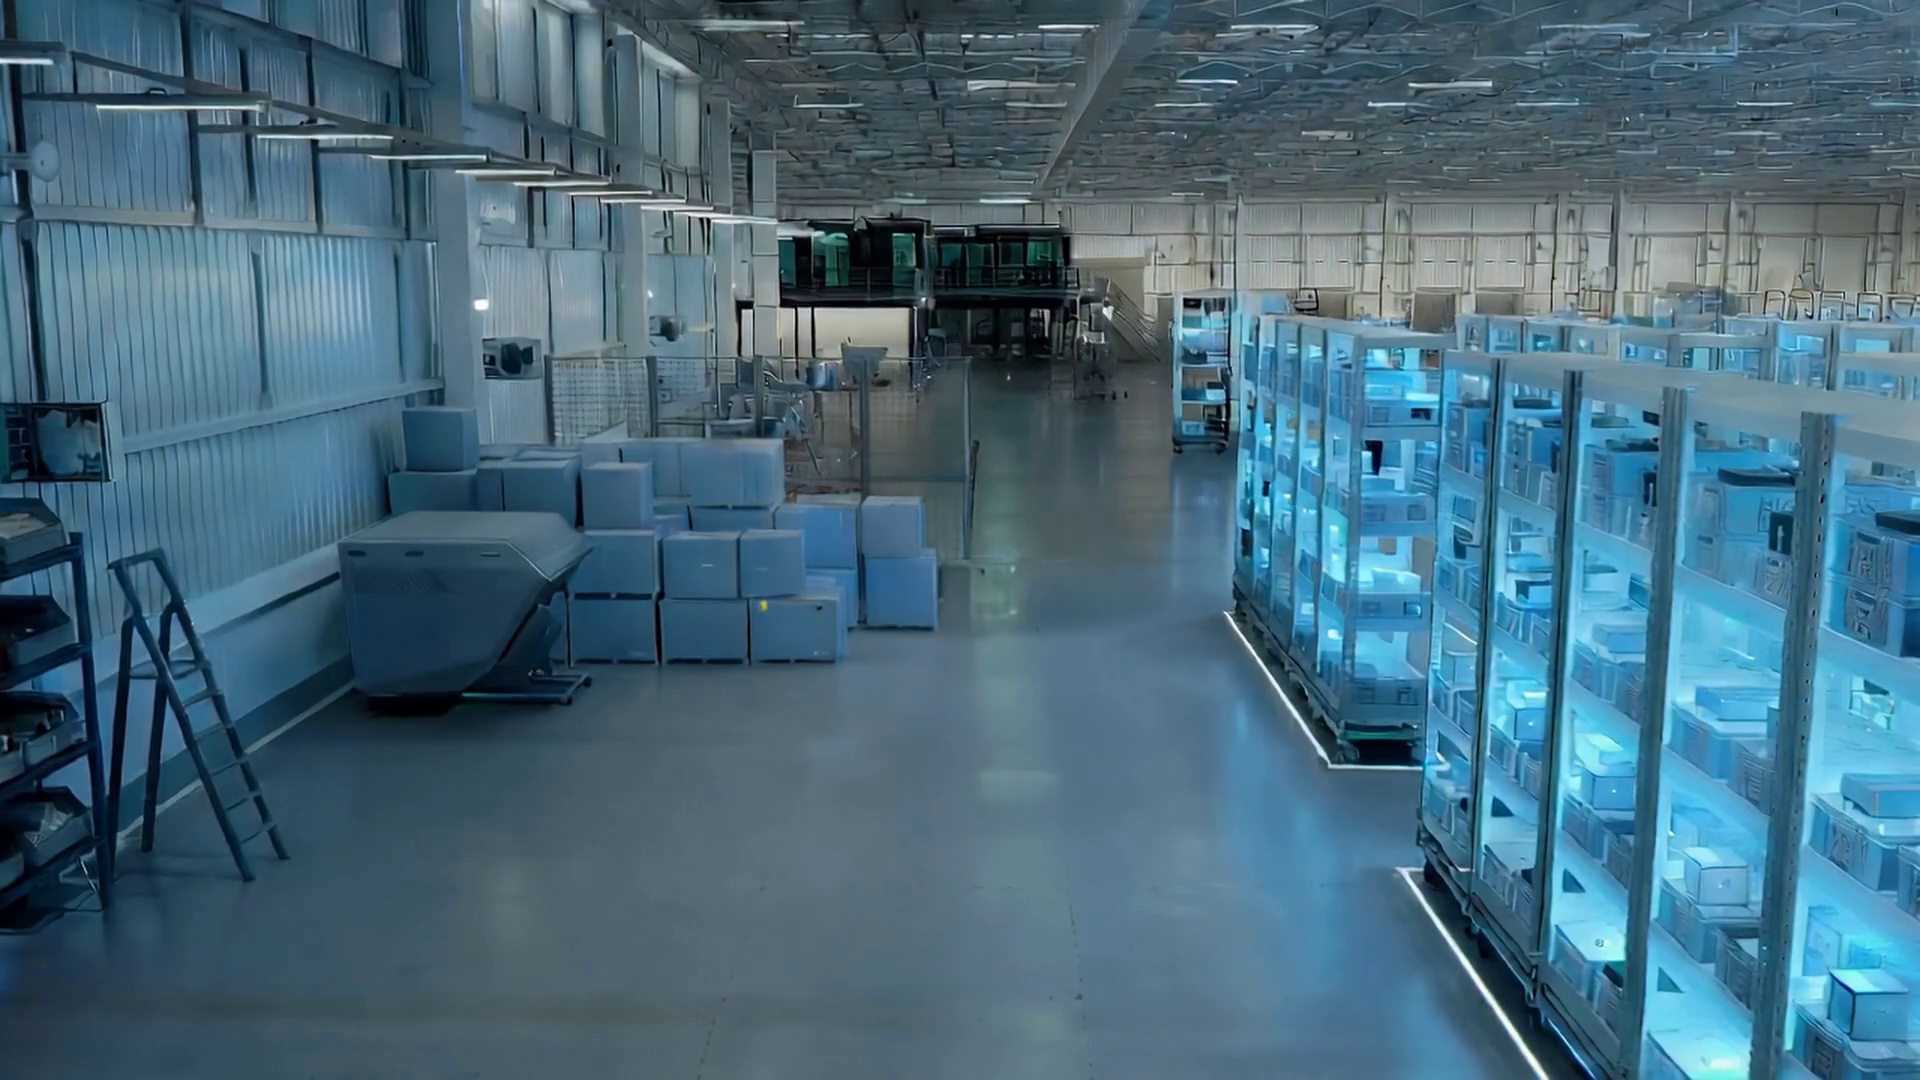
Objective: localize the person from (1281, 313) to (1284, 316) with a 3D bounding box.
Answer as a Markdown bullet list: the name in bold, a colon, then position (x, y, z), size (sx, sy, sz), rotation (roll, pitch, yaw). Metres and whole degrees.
- **person**: position (16.932, -11.004, 87.460), size (0.616, 1.898, 0.480), rotation (0, 9, -2)

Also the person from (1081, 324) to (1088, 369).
- **person**: position (5.261, -8.155, 69.829), size (0.370, 1.916, 0.597), rotation (1, 9, 9)

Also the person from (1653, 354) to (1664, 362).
- **person**: position (17.795, -3.736, 42.359), size (0.612, 2.006, 0.996), rotation (-1, 9, -4)

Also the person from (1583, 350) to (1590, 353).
- **person**: position (18.396, -4.685, 48.866), size (0.587, 1.783, 0.975), rotation (-6, 11, -32)

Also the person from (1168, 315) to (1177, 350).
- **person**: position (10.944, -10.672, 85.563), size (0.614, 1.850, 0.511), rotation (-3, 10, -19)

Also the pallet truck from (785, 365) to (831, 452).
- **pallet truck**: position (-3.774, -2.976, 37.635), size (1.885, 1.965, 0.823), rotation (1, 9, 5)

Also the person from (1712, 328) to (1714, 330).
- **person**: position (30.660, -7.806, 67.743), size (0.550, 1.900, 0.962), rotation (4, 10, 23)

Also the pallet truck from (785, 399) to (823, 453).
- **pallet truck**: position (-3.814, -2.432, 36.419), size (1.630, 1.274, 0.653), rotation (0, 9, 1)

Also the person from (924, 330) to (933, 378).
- **person**: position (-1.223, -7.150, 63.869), size (0.340, 1.839, 0.507), rotation (4, 10, 22)

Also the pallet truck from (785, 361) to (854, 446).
- **pallet truck**: position (-3.410, -3.193, 38.978), size (1.885, 1.965, 0.823), rotation (0, 9, -1)

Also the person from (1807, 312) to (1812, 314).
- **person**: position (44.882, -11.126, 88.125), size (0.365, 1.931, 0.631), rotation (2, 9, 13)

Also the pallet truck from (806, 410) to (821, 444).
- **pallet truck**: position (-3.559, -2.018, 33.905), size (1.522, 1.261, 0.704), rotation (0, 9, -1)

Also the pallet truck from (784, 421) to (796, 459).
- **pallet truck**: position (-4.013, -1.793, 32.705), size (1.601, 1.201, 0.680), rotation (0, 9, 1)

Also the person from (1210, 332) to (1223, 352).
- **person**: position (11.633, -9.019, 75.324), size (0.596, 1.871, 0.461), rotation (-2, 9, -10)

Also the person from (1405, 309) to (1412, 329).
- **person**: position (25.424, -12.148, 94.472), size (0.588, 1.918, 0.391), rotation (-8, 12, -41)

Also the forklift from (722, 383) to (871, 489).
- **forklift**: position (-2.893, -1.687, 28.729), size (2.680, 1.987, 1.157), rotation (0, 9, -1)

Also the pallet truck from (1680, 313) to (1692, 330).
- **pallet truck**: position (36.315, -10.531, 84.244), size (0.823, 1.965, 1.885), rotation (-6, 11, -33)

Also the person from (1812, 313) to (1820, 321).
- **person**: position (42.765, -10.342, 82.943), size (1.012, 2.000, 0.681), rotation (0, 9, 3)

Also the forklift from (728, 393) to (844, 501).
- **forklift**: position (-2.979, -1.316, 26.476), size (2.680, 1.987, 1.157), rotation (0, 9, 1)

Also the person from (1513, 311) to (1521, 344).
- **person**: position (31.090, -11.847, 92.817), size (0.539, 1.852, 0.673), rotation (7, 11, 37)
